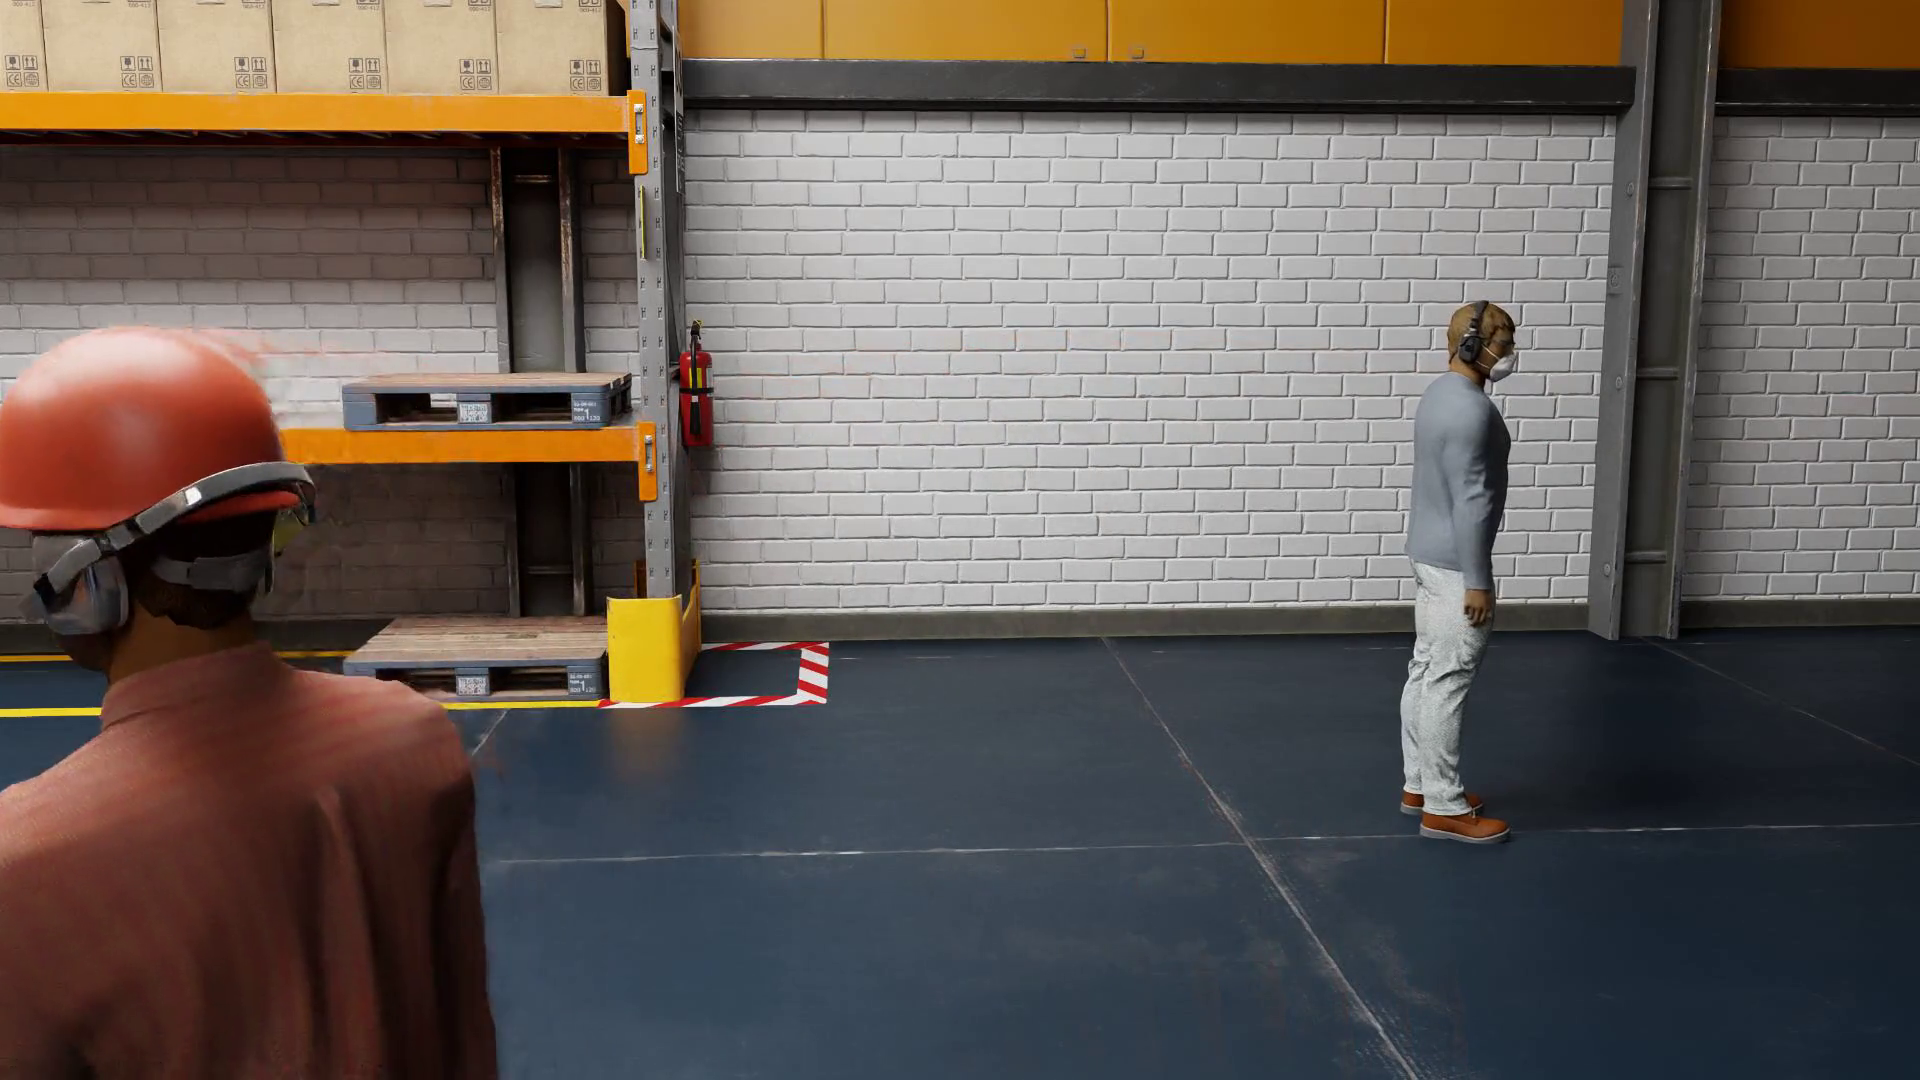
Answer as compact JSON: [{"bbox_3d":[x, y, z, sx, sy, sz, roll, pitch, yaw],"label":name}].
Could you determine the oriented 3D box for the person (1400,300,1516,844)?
[{"bbox_3d":[1.801,0.108,6.020,0.371,1.935,0.627,1,9,4],"label":"person"}]

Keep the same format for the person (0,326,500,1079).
[{"bbox_3d":[-0.720,0.791,1.613,0.498,1.976,0.619,3,10,18],"label":"person"}]
